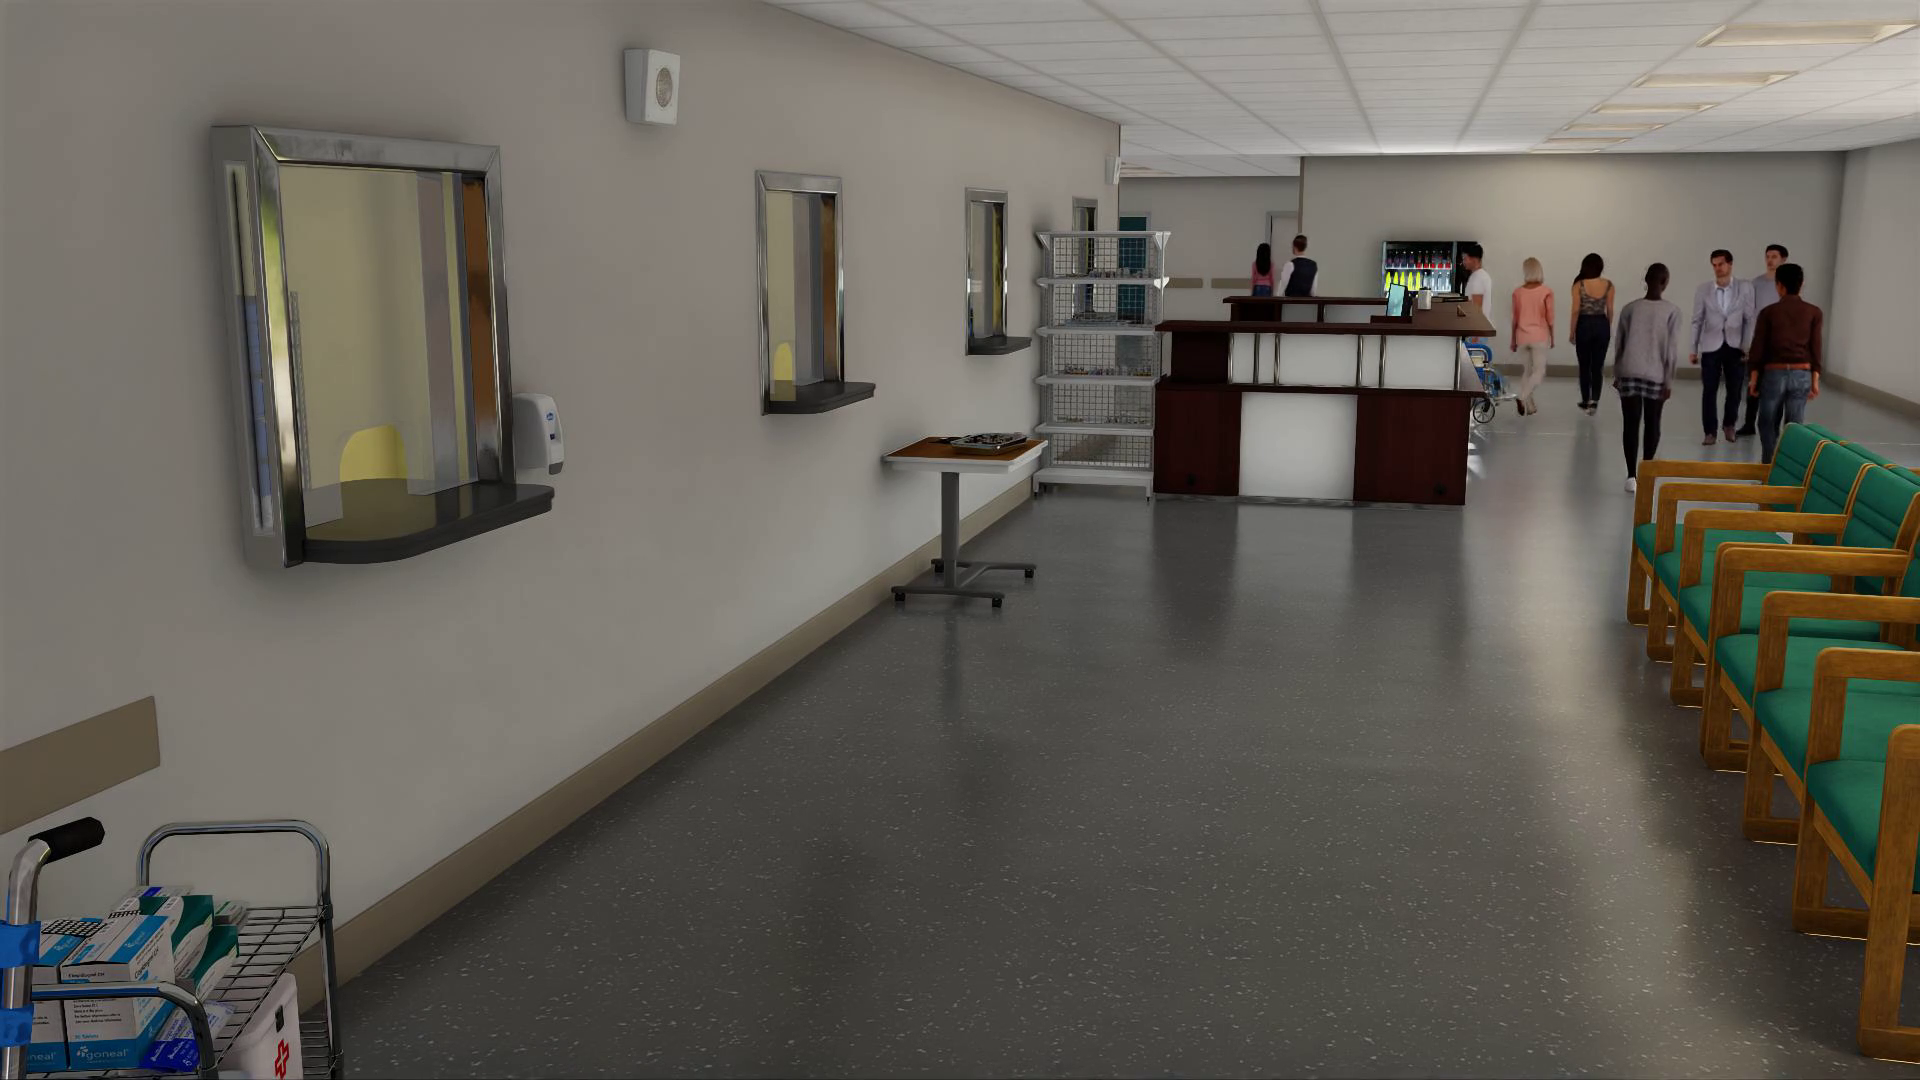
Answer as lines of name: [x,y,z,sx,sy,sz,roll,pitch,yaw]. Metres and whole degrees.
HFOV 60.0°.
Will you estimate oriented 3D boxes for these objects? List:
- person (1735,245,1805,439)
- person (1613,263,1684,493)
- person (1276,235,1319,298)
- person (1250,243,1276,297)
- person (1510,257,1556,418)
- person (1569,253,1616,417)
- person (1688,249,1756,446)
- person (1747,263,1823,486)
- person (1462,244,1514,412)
person: [7.917,-1.940,16.239,0.804,1.862,0.679,-10,14,-41]
person: [5.222,-1.209,12.731,1.091,1.734,0.818,5,12,24]
person: [4.282,-2.822,20.793,1.186,1.897,1.244,-6,12,-30]
person: [5.318,-4.352,29.274,0.435,1.742,0.651,2,11,11]
person: [6.050,-2.118,17.648,1.062,1.686,0.946,10,15,43]
person: [6.780,-2.153,17.751,1.118,1.716,0.700,2,11,11]
person: [7.156,-1.793,15.575,0.698,1.821,0.828,5,12,25]
person: [6.175,-1.162,12.405,0.602,1.764,0.742,4,11,21]
person: [5.747,-2.292,18.189,1.007,1.826,0.896,8,13,36]
